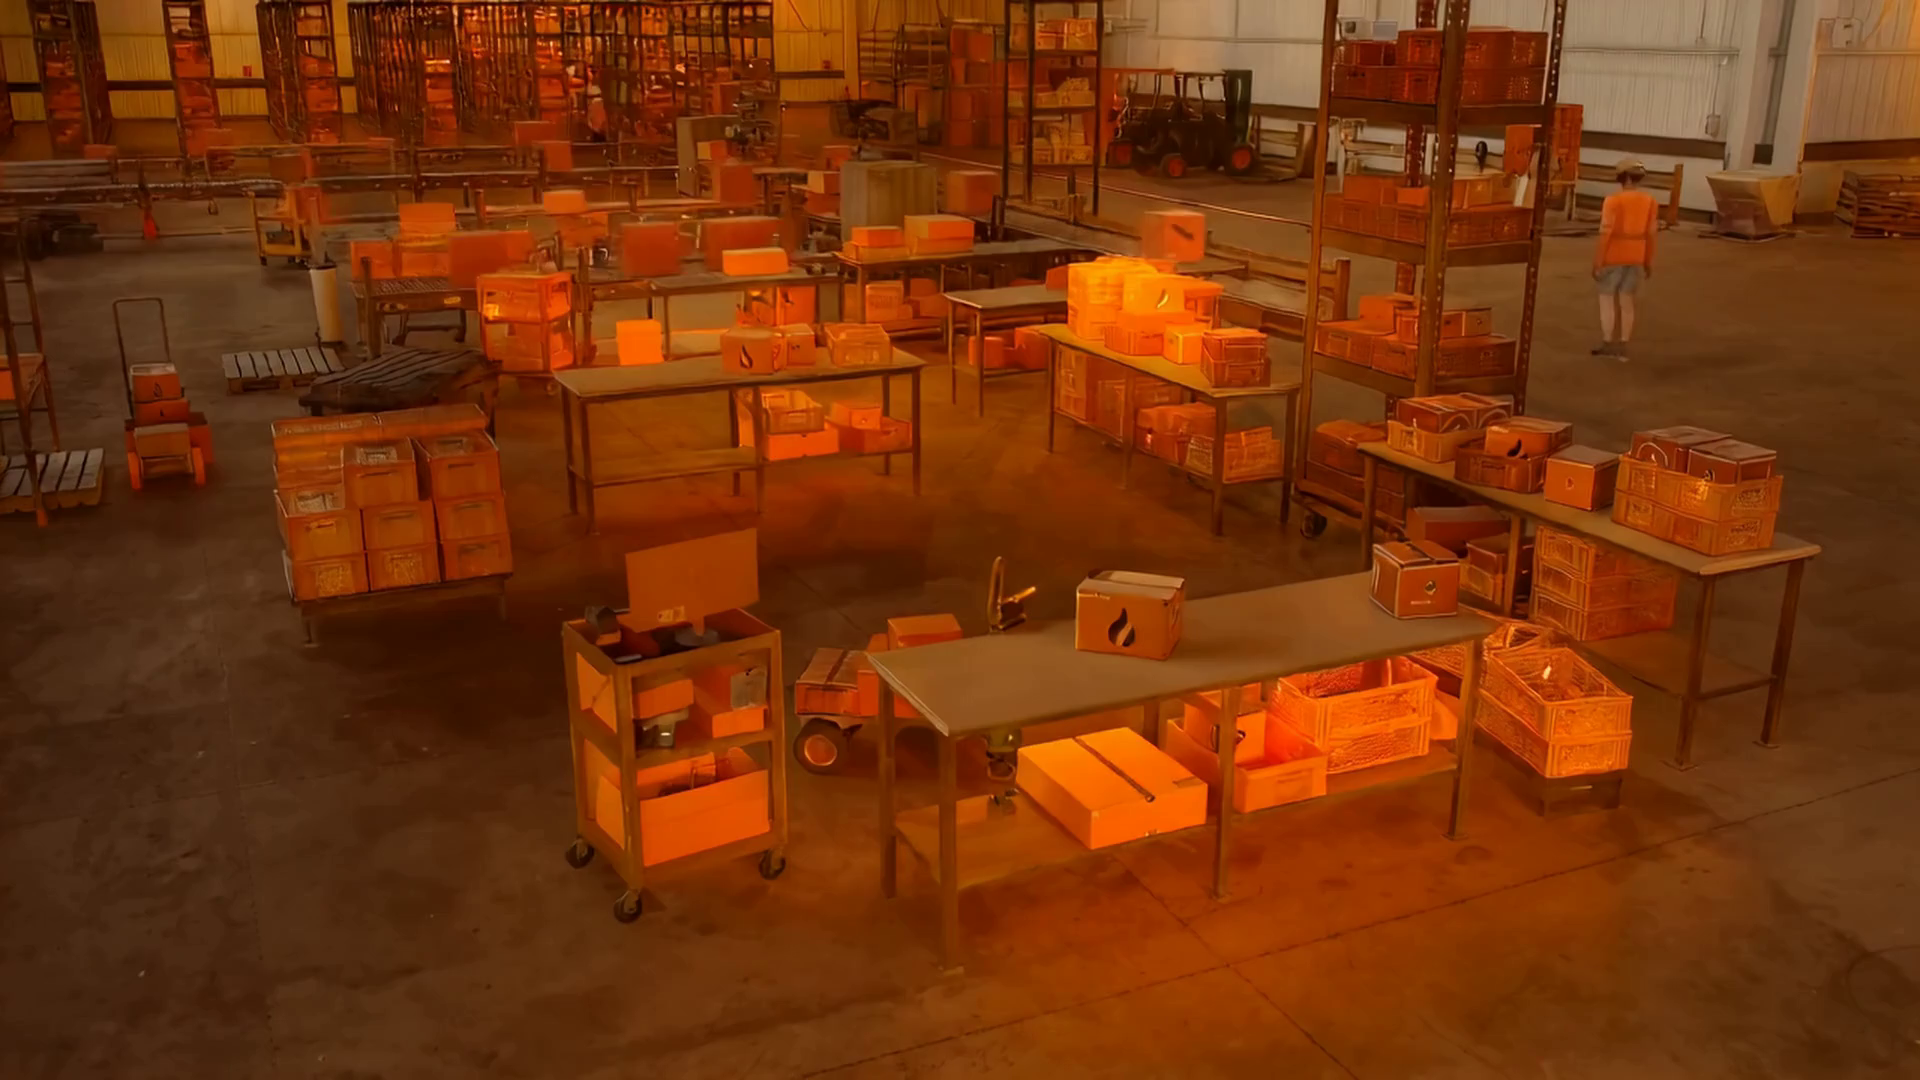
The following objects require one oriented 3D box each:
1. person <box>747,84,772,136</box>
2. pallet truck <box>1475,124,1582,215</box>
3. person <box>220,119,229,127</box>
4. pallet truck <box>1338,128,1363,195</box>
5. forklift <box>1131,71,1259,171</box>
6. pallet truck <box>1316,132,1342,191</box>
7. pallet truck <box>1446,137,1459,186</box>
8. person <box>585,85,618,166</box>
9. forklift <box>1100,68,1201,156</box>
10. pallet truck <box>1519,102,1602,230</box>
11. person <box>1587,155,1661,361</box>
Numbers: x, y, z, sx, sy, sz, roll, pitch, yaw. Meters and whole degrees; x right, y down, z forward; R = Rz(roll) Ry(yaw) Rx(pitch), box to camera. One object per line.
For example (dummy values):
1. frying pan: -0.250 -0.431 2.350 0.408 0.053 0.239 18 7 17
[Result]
1. person: -4.266 -8.806 35.685 0.452 1.887 0.670 9 20 26
2. pallet truck: 9.707 -6.455 28.103 1.885 1.965 0.823 -7 19 -20
3. person: -22.833 -13.448 50.462 0.962 1.797 0.592 -7 19 -21
4. pallet truck: 7.845 -7.140 31.411 1.522 1.261 0.704 -9 20 -25
5. forklift: 4.998 -8.936 35.413 2.680 1.987 1.157 -9 20 -25
6. pallet truck: 7.723 -7.504 32.656 1.601 1.201 0.680 -8 19 -23
7. pallet truck: 9.184 -6.485 29.328 1.630 1.274 0.653 -8 19 -23
8. person: -8.071 -9.299 37.381 0.752 1.811 0.602 -5 18 -16
9. forklift: 4.082 -9.564 37.410 2.680 1.987 1.157 -8 19 -23
10. pallet truck: 9.972 -6.037 26.785 1.885 1.965 0.823 -9 20 -25
11. person: 6.601 -2.784 16.506 0.639 2.014 0.512 -4 18 -11
